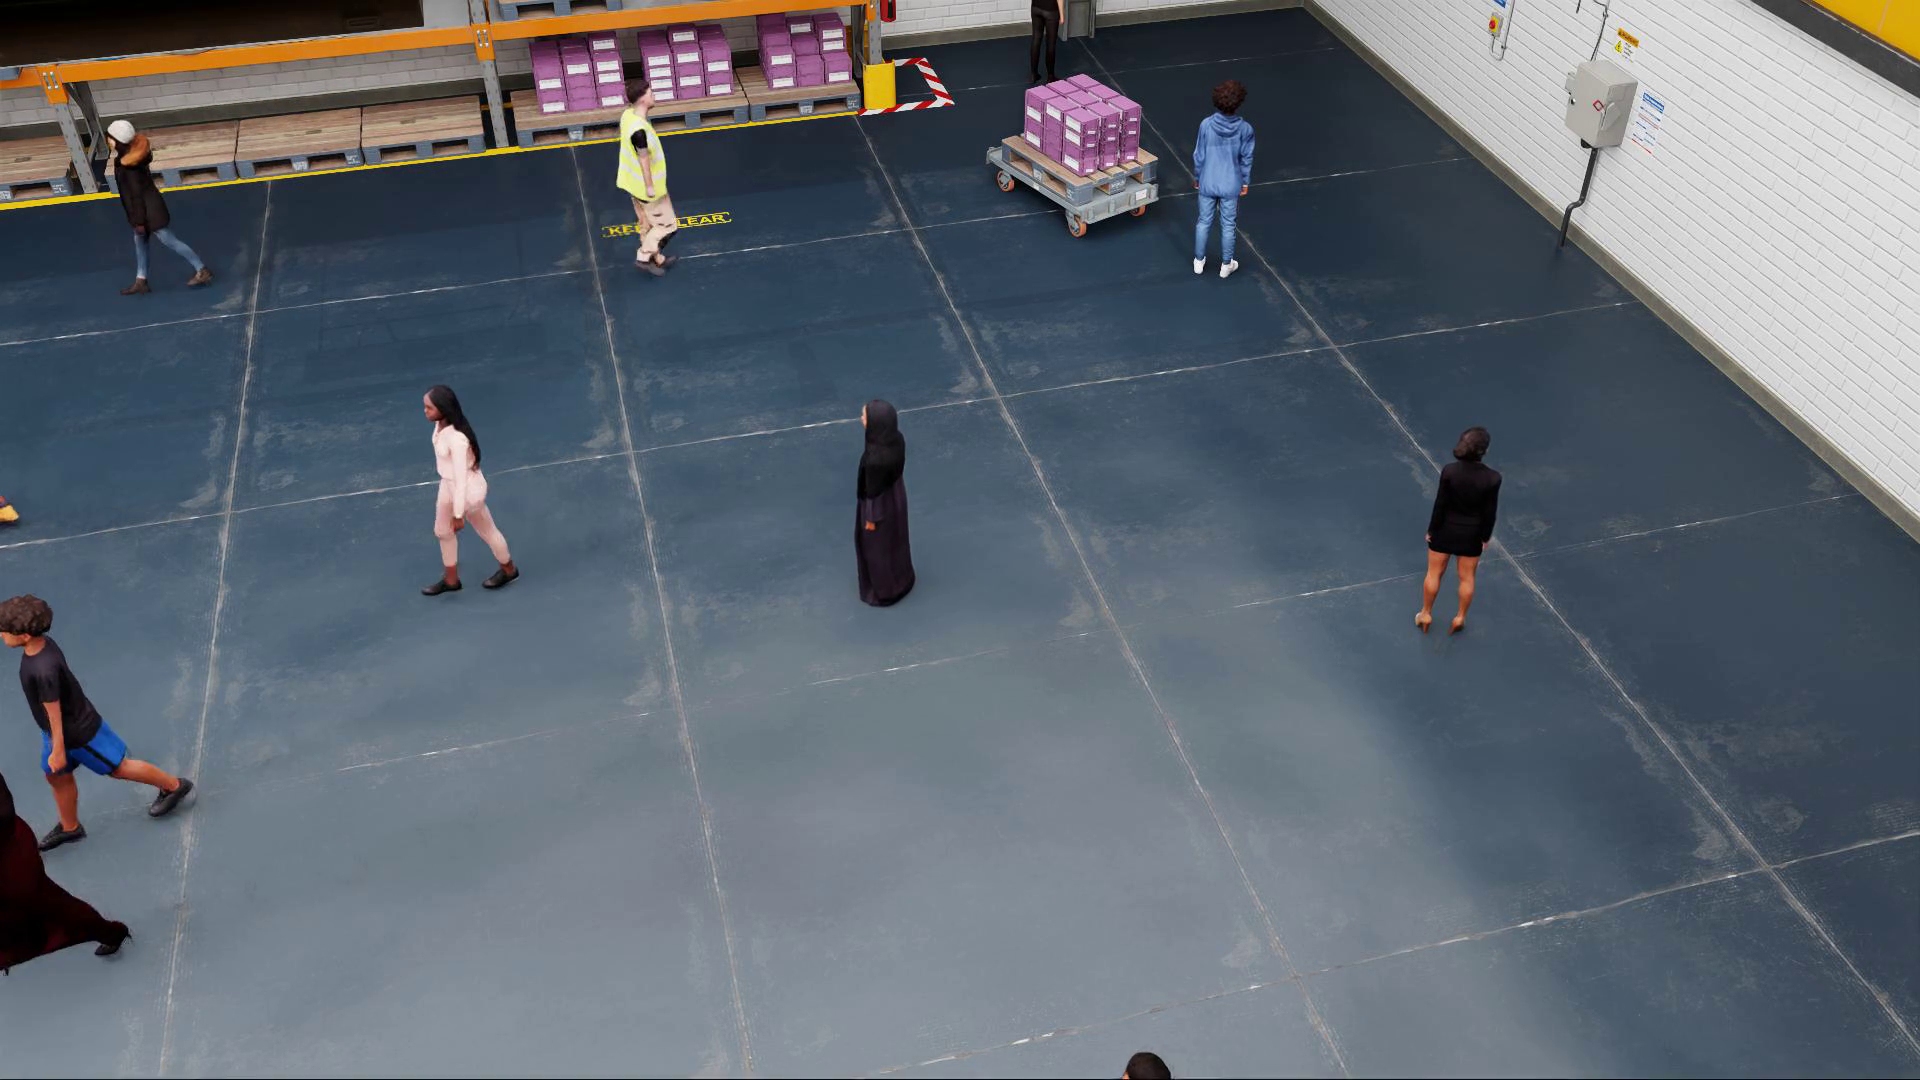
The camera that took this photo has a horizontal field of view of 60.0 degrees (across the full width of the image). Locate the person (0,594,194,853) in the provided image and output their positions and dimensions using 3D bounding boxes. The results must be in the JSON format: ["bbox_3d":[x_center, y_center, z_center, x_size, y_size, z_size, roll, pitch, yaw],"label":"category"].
[{"bbox_3d":[-4.977,1.028,9.493,1.228,1.763,0.925,-26,45,-29],"label":"person"}]

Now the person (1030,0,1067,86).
[{"bbox_3d":[0.930,-5.754,18.082,0.644,1.642,0.691,22,44,26],"label":"person"}]

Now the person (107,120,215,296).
[{"bbox_3d":[-7.015,-2.884,14.527,1.077,1.594,0.766,-17,42,-20],"label":"person"}]

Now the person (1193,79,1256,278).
[{"bbox_3d":[2.313,-3.201,14.753,0.704,1.808,0.817,12,40,15],"label":"person"}]

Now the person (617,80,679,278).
[{"bbox_3d":[-2.818,-3.146,14.664,0.742,1.833,0.755,-14,41,-17],"label":"person"}]

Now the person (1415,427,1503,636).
[{"bbox_3d":[3.274,-0.035,10.924,0.638,1.639,0.719,9,39,11],"label":"person"}]

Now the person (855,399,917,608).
[{"bbox_3d":[-0.515,-0.271,11.240,0.771,1.614,0.736,12,40,15],"label":"person"}]

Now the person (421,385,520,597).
[{"bbox_3d":[-3.267,-0.347,11.268,0.991,1.697,0.827,-22,44,-25],"label":"person"}]

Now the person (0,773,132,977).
[{"bbox_3d":[-4.885,1.683,8.713,1.135,1.713,0.838,-18,42,-22],"label":"person"}]
